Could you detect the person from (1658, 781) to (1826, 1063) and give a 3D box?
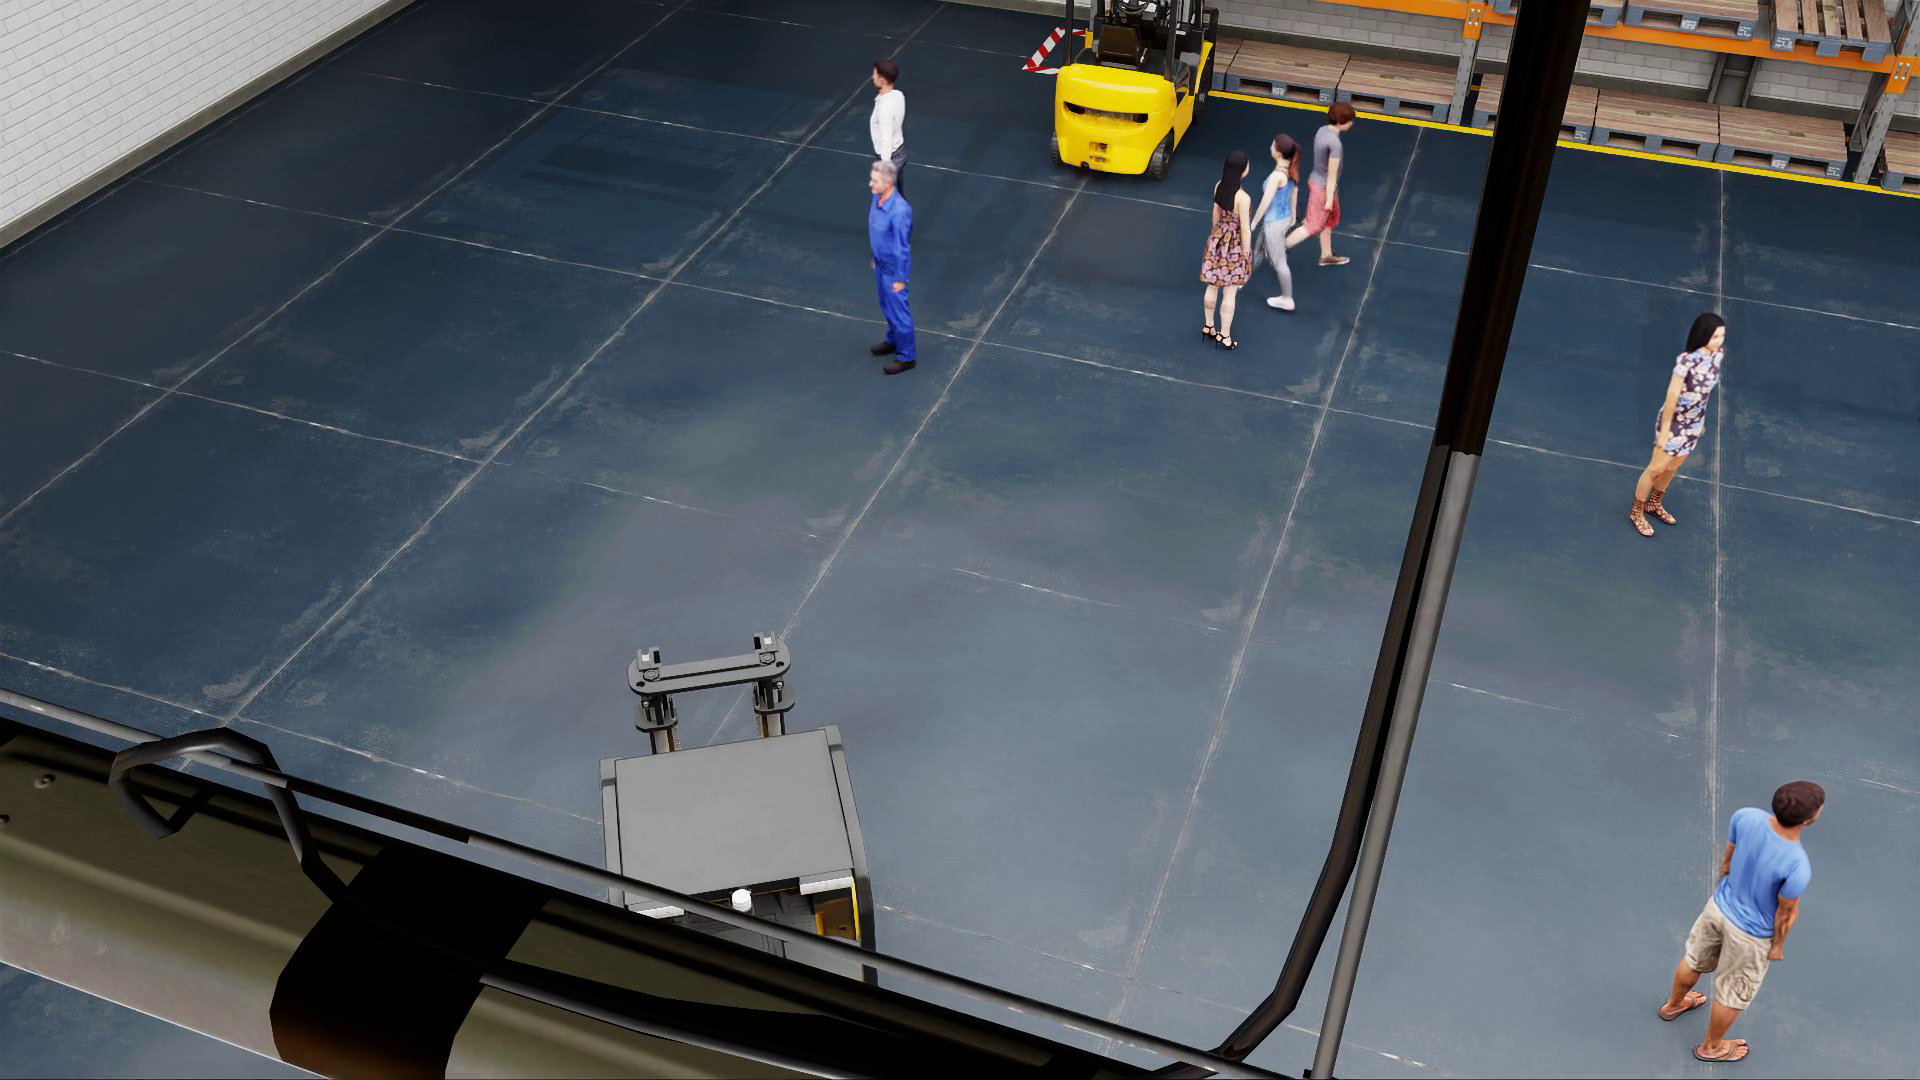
[{"bbox_3d":[3.923,1.886,8.317,0.780,1.863,0.741,-12,40,-15],"label":"person"}]

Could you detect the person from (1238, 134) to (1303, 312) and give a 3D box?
[{"bbox_3d":[2.780,-2.690,14.274,1.053,1.580,0.750,25,45,28],"label":"person"}]

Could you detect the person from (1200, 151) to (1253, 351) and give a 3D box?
[{"bbox_3d":[2.218,-2.387,13.739,0.862,1.775,0.789,-23,44,-26],"label":"person"}]

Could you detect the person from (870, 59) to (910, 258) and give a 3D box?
[{"bbox_3d":[-0.621,-3.417,14.954,0.580,1.868,0.632,10,40,12],"label":"person"}]

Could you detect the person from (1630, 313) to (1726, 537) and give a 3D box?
[{"bbox_3d":[5.123,-0.834,11.828,0.676,1.733,0.718,-20,43,-23],"label":"person"}]

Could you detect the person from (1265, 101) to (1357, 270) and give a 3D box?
[{"bbox_3d":[3.131,-3.093,14.749,1.158,1.618,0.910,-5,39,-6],"label":"person"}]

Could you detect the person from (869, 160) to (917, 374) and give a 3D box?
[{"bbox_3d":[-0.544,-2.243,13.519,0.825,1.823,0.778,-15,41,-17],"label":"person"}]
